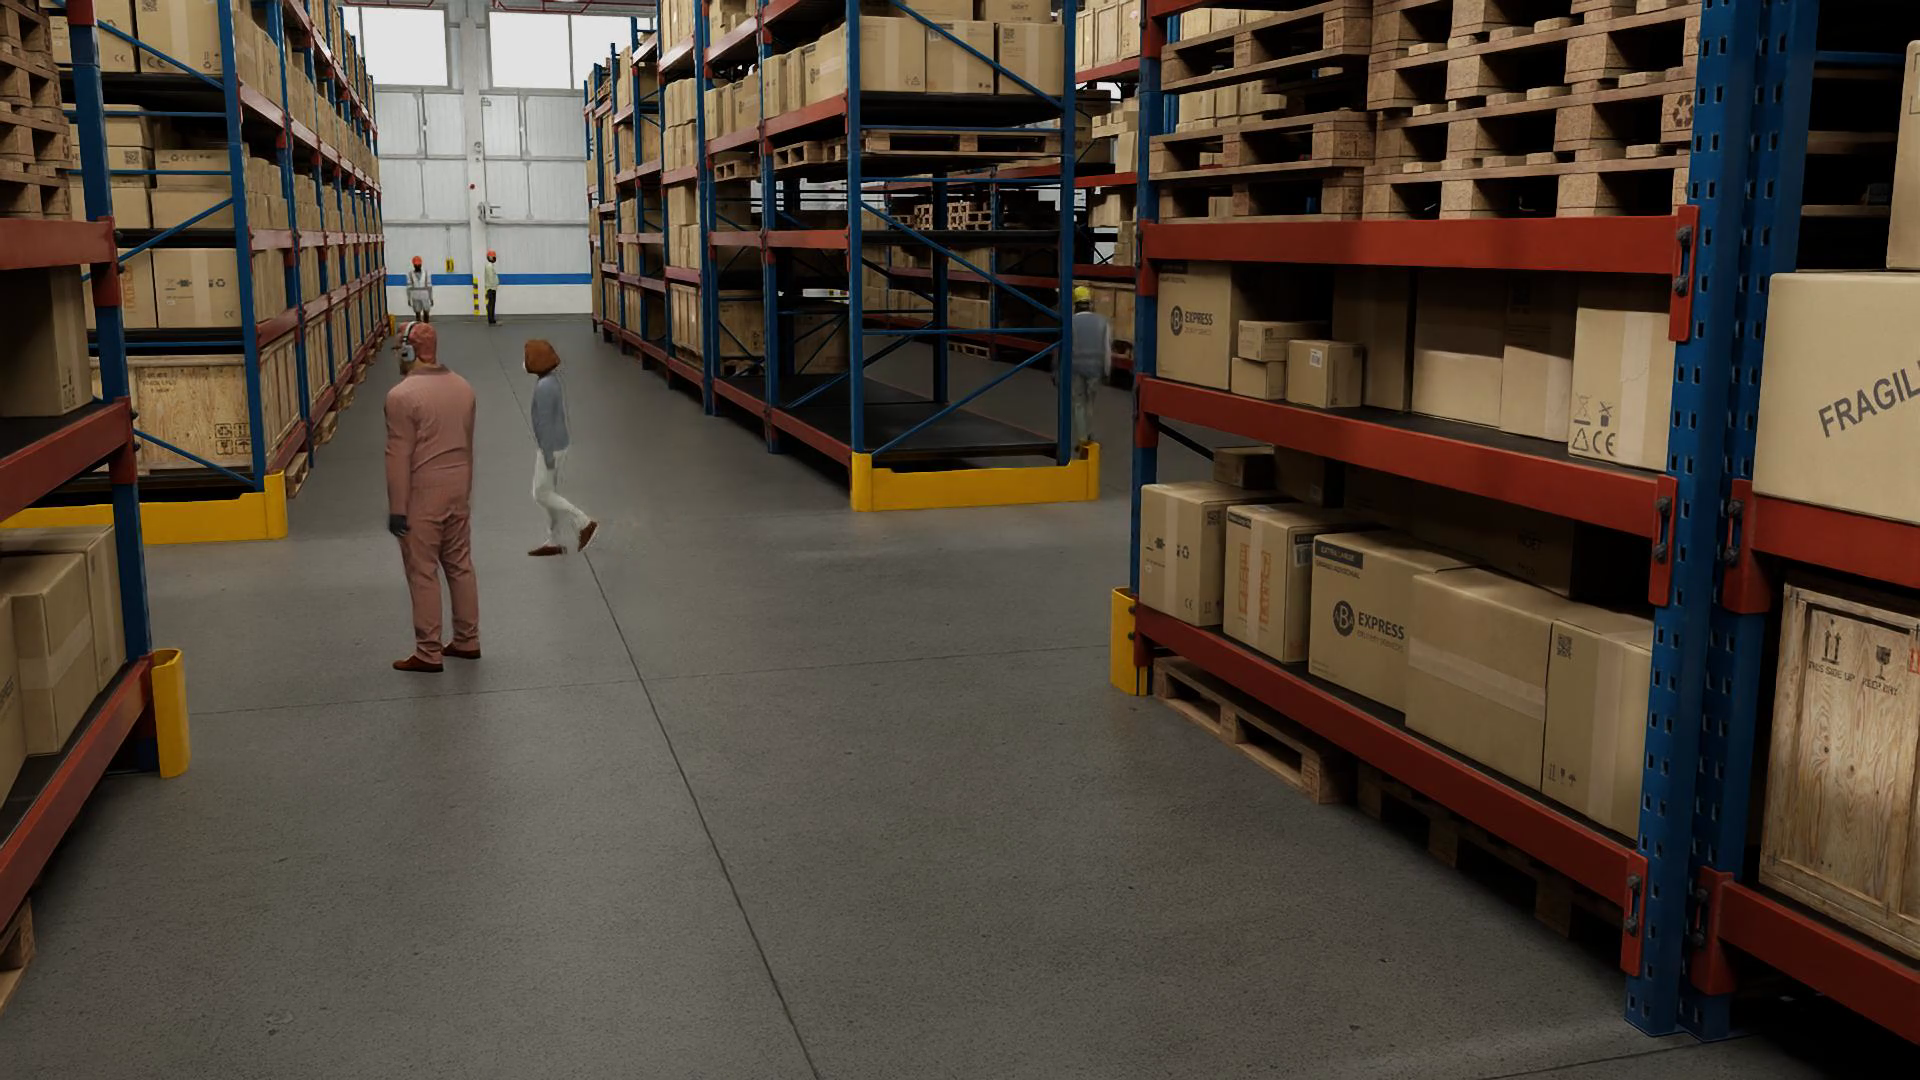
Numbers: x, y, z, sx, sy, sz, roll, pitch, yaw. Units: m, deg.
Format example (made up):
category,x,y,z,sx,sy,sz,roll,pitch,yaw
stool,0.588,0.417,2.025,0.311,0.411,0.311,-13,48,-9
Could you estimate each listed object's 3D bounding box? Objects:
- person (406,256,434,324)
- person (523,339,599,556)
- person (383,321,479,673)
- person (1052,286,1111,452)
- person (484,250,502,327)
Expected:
category,x,y,z,sx,sy,sz,roll,pitch,yaw
person,-12.316,-5.507,37.928,0.577,1.902,0.906,-3,11,-18
person,-2.942,-0.661,12.162,0.457,1.623,0.510,-1,10,-5
person,-2.900,-0.235,9.063,0.399,1.900,0.647,4,11,22
person,1.298,-1.871,18.267,0.631,1.799,0.785,-2,11,-13
person,-12.220,-6.558,43.441,0.372,1.997,0.613,-4,11,-20
